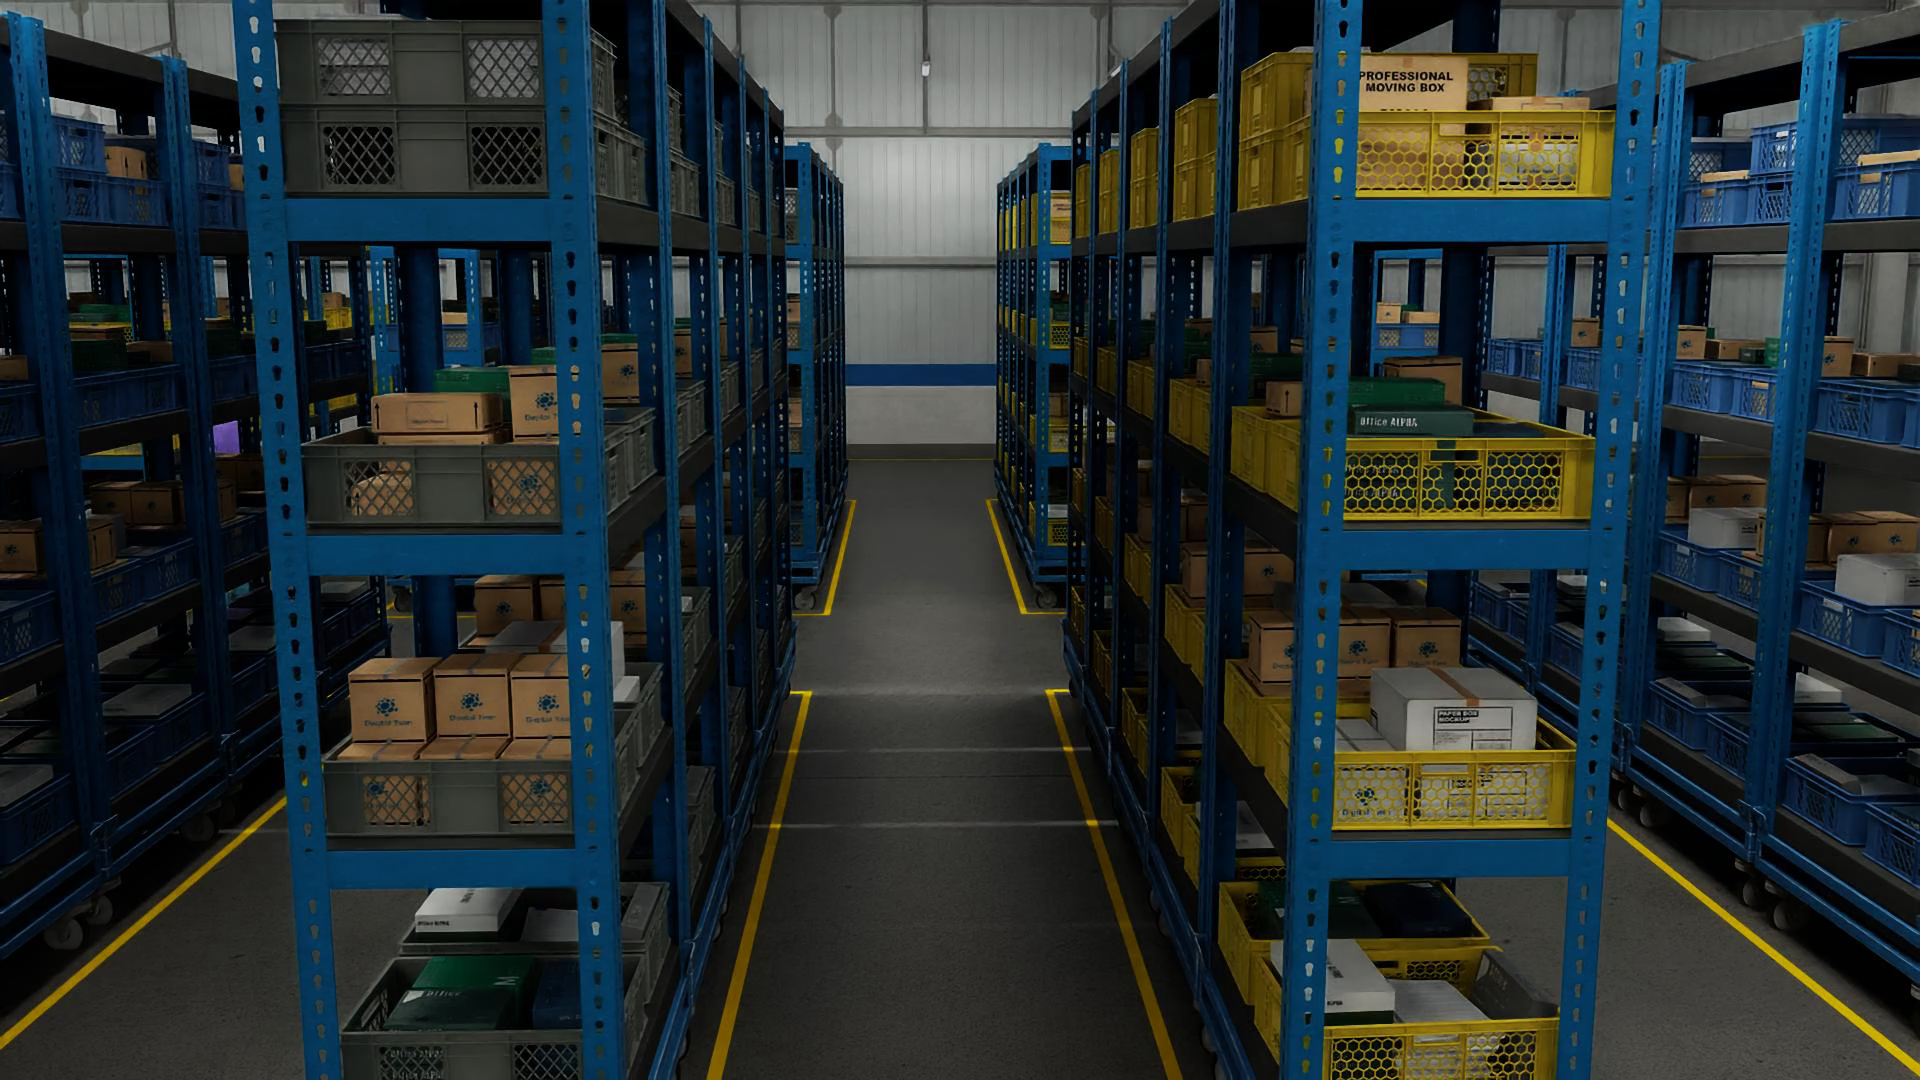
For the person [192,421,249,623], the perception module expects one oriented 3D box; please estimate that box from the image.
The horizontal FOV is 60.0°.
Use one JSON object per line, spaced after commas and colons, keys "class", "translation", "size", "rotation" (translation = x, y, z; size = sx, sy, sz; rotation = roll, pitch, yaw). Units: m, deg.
{"class": "person", "translation": [-5.596, -0.290, 12.544], "size": [0.377, 1.844, 0.569], "rotation": [3, 10, 15]}
